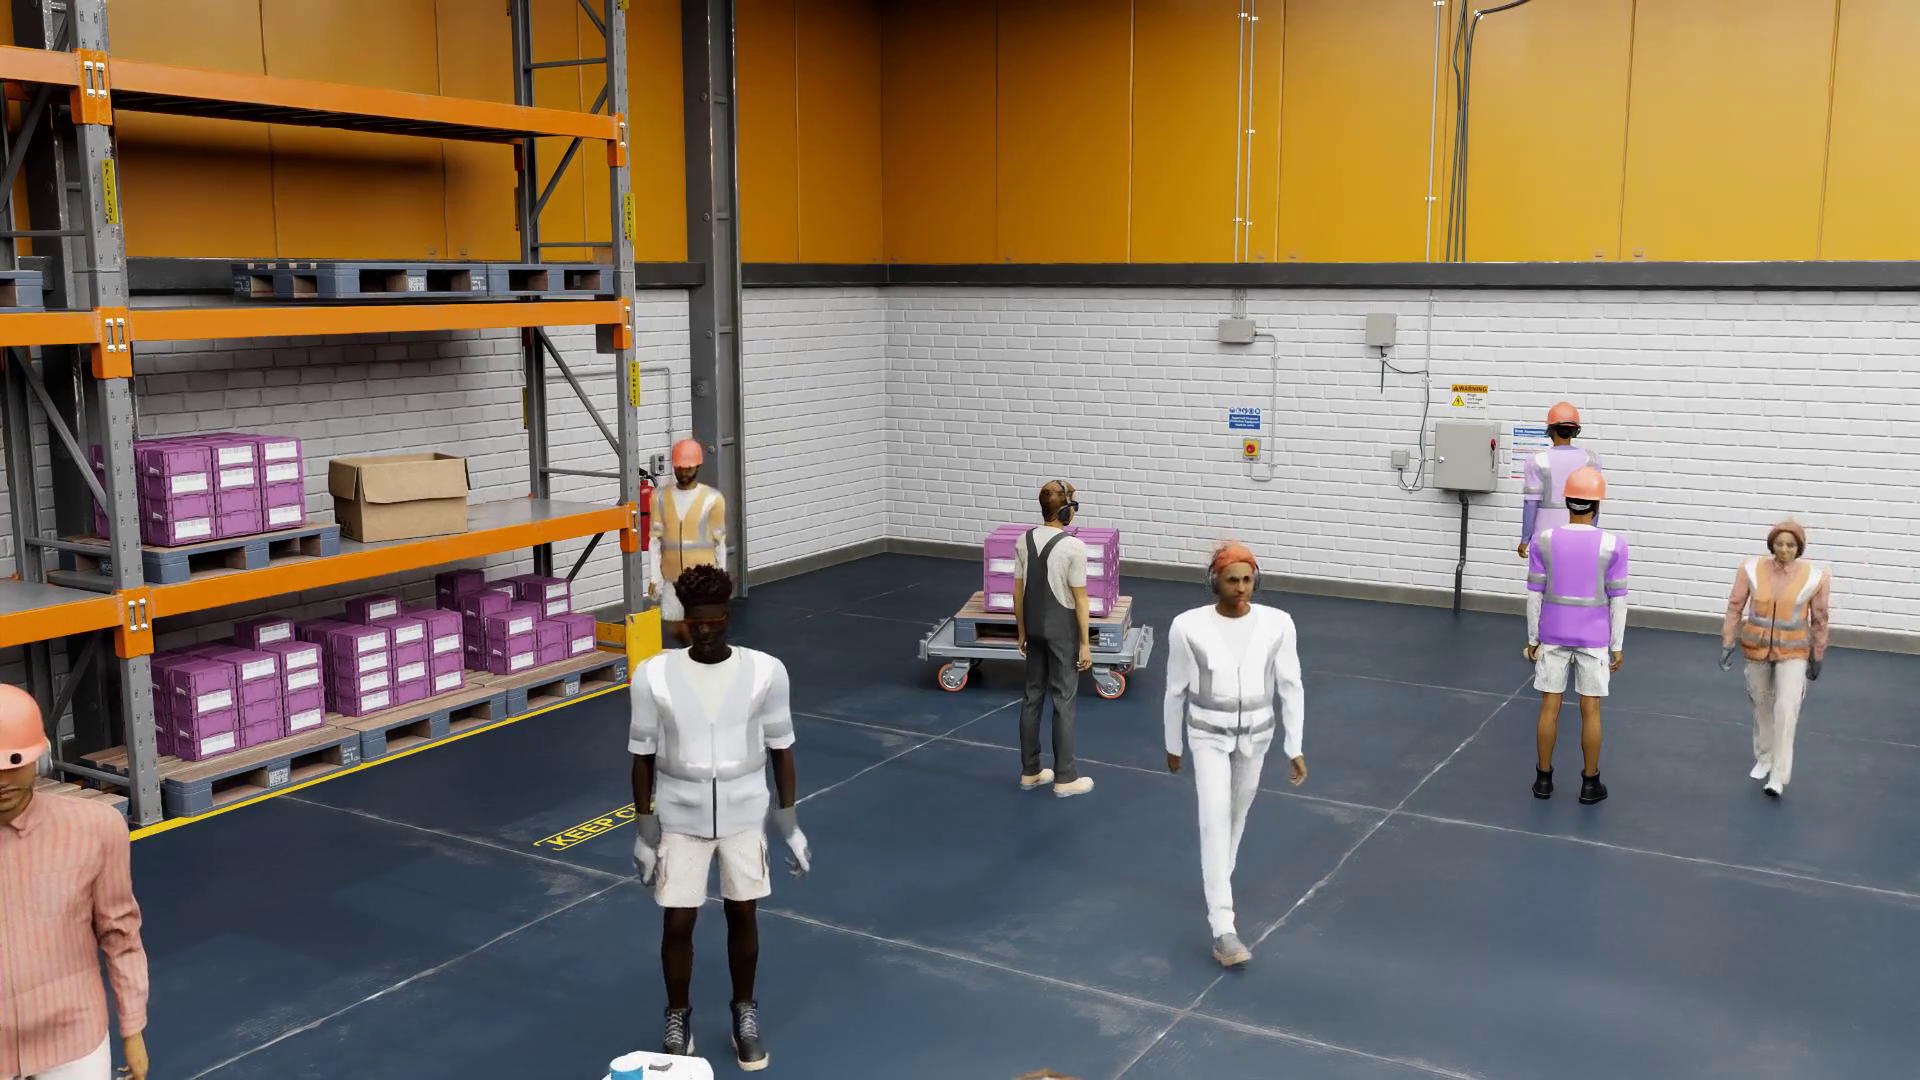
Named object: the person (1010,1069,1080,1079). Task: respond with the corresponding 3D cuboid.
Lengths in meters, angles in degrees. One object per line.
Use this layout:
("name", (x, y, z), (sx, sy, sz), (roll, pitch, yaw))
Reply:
("person", (0.125, 1.707, 2.591), (0.625, 1.844, 0.429), (1, 9, 7))

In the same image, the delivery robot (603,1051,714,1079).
("delivery robot", (-1.045, 1.875, 5.250), (0.477, 0.478, 0.707), (2, 9, 13))

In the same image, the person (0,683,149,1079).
("person", (-2.488, 1.343, 4.419), (0.619, 1.985, 0.406), (-6, 11, -34))

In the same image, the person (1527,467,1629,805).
("person", (3.525, 0.546, 9.532), (0.545, 1.938, 0.362), (5, 10, 27))

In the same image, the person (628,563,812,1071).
("person", (-0.898, 1.057, 6.296), (0.685, 1.958, 0.434), (-2, 9, -12))

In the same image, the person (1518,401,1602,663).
("person", (4.647, -0.052, 12.937), (0.605, 2.045, 0.379), (0, 9, -2))

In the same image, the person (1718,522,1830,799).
("person", (4.734, 0.691, 9.706), (0.533, 1.595, 0.862), (7, 11, 37))

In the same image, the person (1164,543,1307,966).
("person", (1.232, 0.921, 7.540), (0.581, 1.838, 0.974), (-1, 9, -6))

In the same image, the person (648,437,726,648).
("person", (-1.897, 0.207, 11.746), (0.541, 1.911, 0.732), (1, 9, 7))

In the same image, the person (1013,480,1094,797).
("person", (0.542, 0.568, 9.686), (0.517, 1.843, 0.326), (8, 12, 40))
